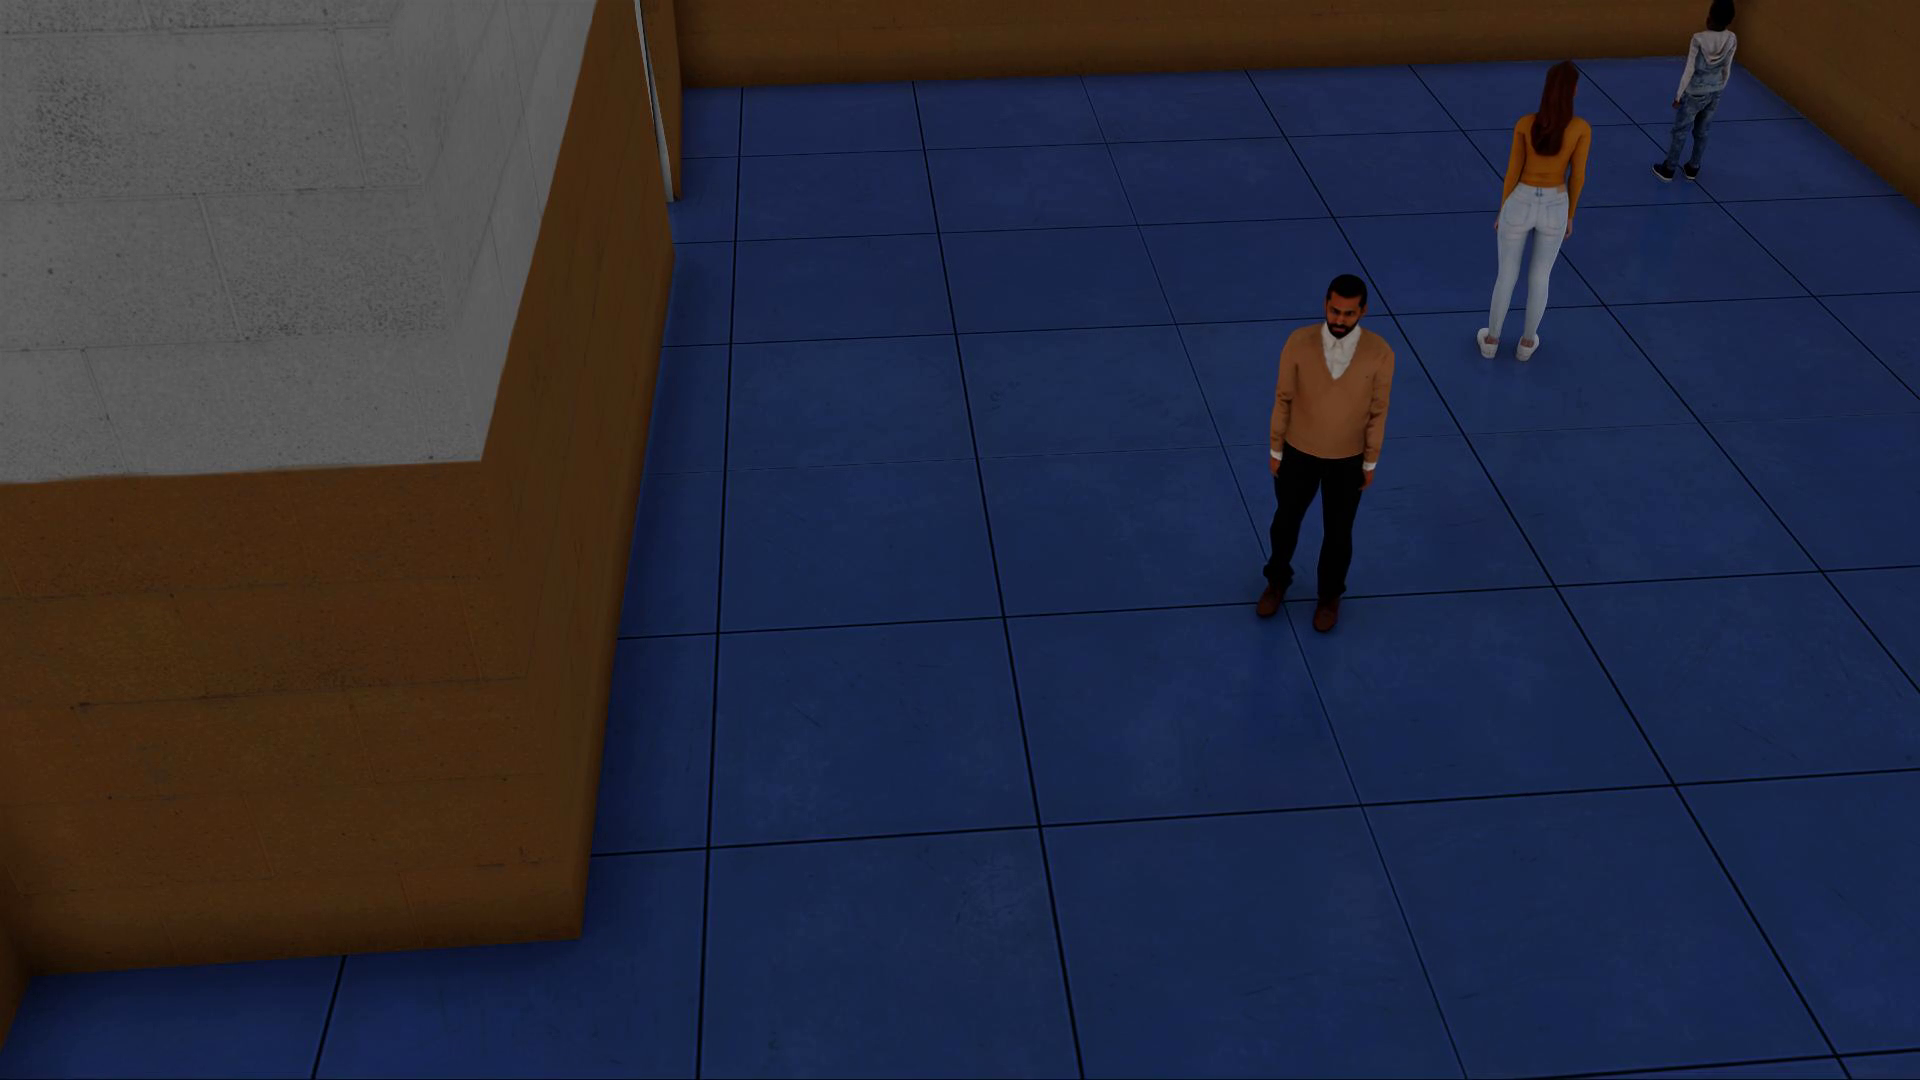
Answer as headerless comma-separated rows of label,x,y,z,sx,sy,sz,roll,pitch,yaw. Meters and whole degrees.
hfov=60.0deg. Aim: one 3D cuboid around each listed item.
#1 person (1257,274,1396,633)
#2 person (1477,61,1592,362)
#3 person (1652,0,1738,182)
person,1.610,-0.389,7.329,0.653,1.753,0.785,9,38,12
person,3.187,-1.801,9.215,0.615,1.754,0.716,9,38,12
person,5.031,-3.059,11.302,0.435,1.261,0.540,-1,37,-2
